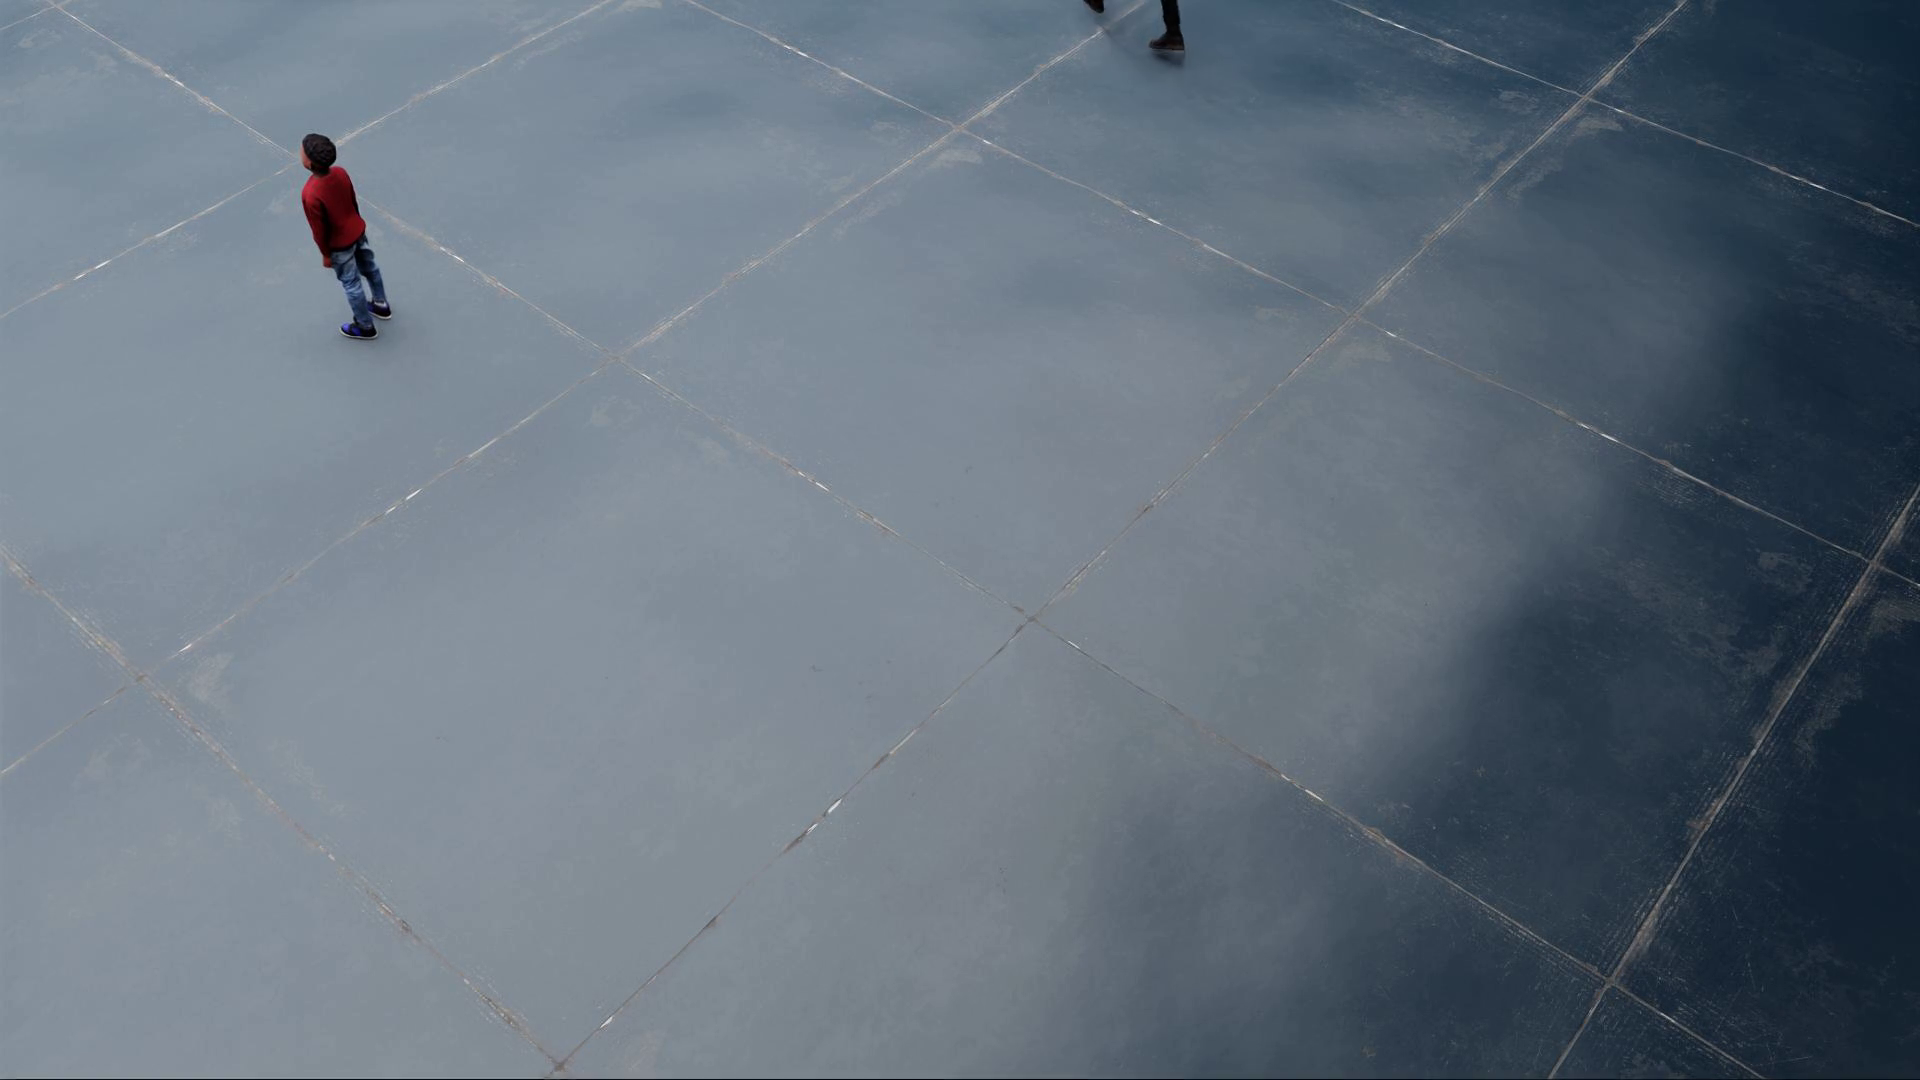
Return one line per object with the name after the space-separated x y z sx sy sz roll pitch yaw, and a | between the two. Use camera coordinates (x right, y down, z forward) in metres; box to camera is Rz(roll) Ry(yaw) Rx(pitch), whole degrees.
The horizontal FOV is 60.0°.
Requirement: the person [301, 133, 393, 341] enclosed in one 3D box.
-3.387 -1.677 9.142 0.619 1.255 0.512 14 49 13 | person

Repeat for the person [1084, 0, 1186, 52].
1.242 -4.104 11.031 1.329 1.776 0.964 -29 54 -24 | person
